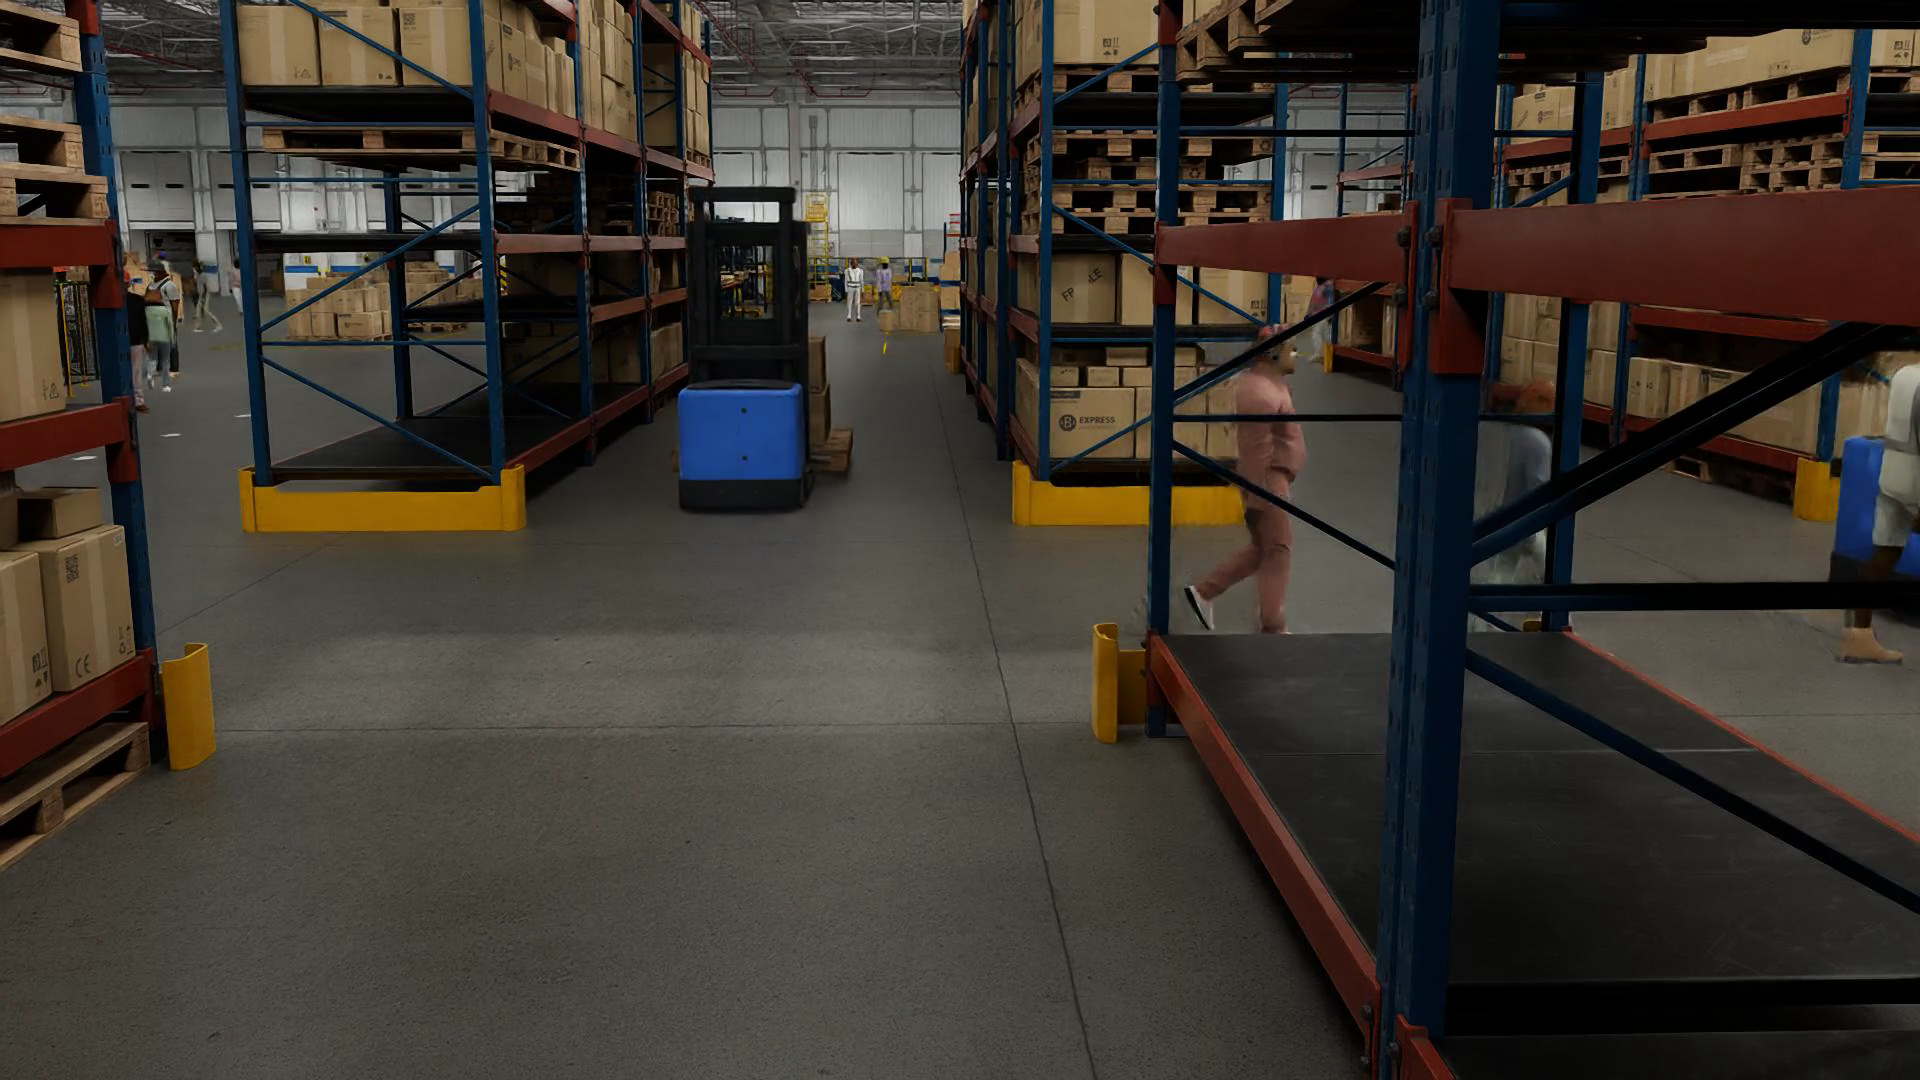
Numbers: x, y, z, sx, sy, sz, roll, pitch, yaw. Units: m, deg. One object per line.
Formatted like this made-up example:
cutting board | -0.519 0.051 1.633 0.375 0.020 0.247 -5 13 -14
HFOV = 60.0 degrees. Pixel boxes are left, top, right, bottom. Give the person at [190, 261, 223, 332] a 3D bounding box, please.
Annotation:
person | -19.666 -6.319 43.301 0.830 1.848 0.537 -8 13 -39

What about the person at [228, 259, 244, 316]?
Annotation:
person | -22.907 -8.031 52.851 0.632 1.814 0.863 -9 13 -41

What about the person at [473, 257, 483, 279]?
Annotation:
person | -16.739 -9.016 57.978 0.350 1.934 0.635 -10 14 -43

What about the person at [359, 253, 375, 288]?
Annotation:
person | -22.841 -10.111 64.165 0.681 1.906 0.596 9 14 42

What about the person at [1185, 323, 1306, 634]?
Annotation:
person | 1.694 -0.301 9.551 0.647 1.888 0.648 1 10 5

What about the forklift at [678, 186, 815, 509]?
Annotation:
forklift | -1.926 -1.762 14.939 1.129 2.768 1.873 0 10 -2

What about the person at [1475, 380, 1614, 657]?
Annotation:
person | 3.207 -0.070 9.085 0.795 1.600 0.502 0 10 0

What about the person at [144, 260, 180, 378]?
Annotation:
person | -13.840 -3.822 28.750 0.690 2.000 0.538 6 12 30

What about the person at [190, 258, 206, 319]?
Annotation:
person | -23.320 -7.685 50.841 0.426 1.832 0.560 -2 10 -12

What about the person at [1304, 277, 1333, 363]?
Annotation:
person | 6.904 -4.321 32.144 0.631 1.817 0.655 -1 10 -5

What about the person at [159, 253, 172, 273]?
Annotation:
person | -31.293 -10.326 65.394 0.997 1.906 0.614 8 13 38

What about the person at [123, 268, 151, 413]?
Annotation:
person | -11.338 -2.698 22.623 0.391 1.989 0.623 9 13 41

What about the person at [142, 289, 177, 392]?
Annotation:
person | -12.492 -3.098 25.896 0.504 1.621 0.431 -1 10 -7

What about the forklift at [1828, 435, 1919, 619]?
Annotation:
forklift | 6.686 -0.939 10.350 1.873 2.768 1.129 -1 10 -3

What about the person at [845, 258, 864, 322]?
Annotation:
person | -3.088 -7.287 48.527 0.574 1.876 0.355 -4 11 -21

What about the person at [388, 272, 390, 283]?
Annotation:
person | -18.734 -8.396 55.235 0.321 1.689 0.535 10 14 44

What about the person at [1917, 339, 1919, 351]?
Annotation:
person | 7.126 -0.697 12.302 0.535 1.697 0.318 3 11 15

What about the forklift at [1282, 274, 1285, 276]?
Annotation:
forklift | 12.135 -10.836 65.485 1.129 2.768 1.873 0 10 -2

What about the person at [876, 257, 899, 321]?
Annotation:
person | -2.128 -7.354 48.831 0.600 1.891 0.899 -9 13 -40

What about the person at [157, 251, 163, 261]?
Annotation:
person | -33.162 -11.011 69.083 1.029 1.943 0.611 1 10 8

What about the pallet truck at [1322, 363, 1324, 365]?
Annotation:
pallet truck | 7.712 -4.157 30.737 1.885 1.965 0.823 3 11 16

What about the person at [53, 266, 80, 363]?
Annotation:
person | -17.371 -4.400 32.261 0.545 1.939 0.354 -1 10 -4

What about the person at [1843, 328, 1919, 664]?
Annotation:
person | 5.370 -0.281 9.111 0.928 2.004 0.634 0 10 1
